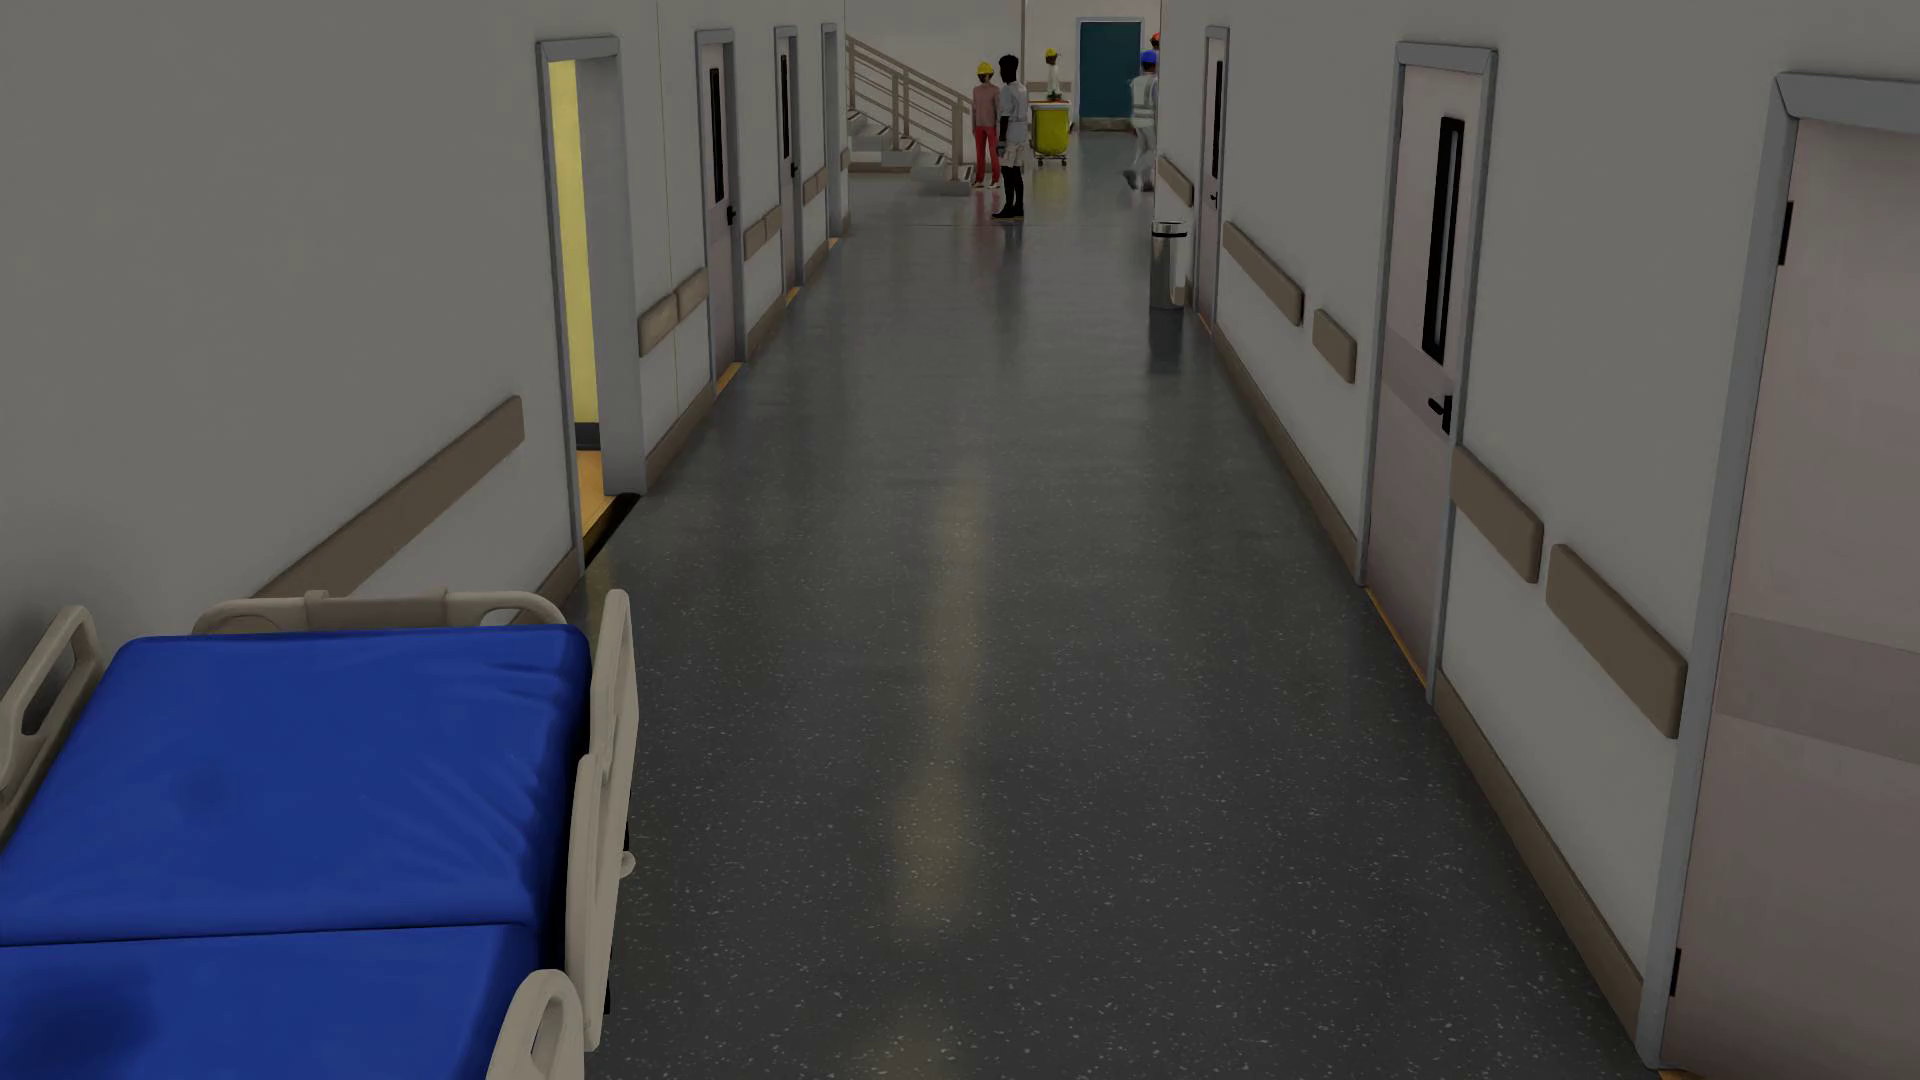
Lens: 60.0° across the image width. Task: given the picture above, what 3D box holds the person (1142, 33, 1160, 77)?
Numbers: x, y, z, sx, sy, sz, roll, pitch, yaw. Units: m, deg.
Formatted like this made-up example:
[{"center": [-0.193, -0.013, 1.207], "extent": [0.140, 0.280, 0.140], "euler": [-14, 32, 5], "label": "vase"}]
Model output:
[{"center": [3.961, -9.245, 33.777], "extent": [0.410, 2.030, 0.611], "euler": [-16, 24, -41], "label": "person"}]

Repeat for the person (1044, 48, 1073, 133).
[{"center": [1.911, -8.822, 32.902], "extent": [0.581, 1.748, 0.525], "euler": [0, 18, 0], "label": "person"}]

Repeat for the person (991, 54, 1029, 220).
[{"center": [0.617, -4.861, 20.119], "extent": [0.386, 1.952, 0.614], "euler": [8, 19, 24], "label": "person"}]

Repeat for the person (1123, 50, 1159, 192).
[{"center": [2.554, -5.782, 23.037], "extent": [0.654, 1.931, 0.625], "euler": [-10, 20, -29], "label": "person"}]

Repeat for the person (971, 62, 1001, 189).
[{"center": [0.361, -5.877, 23.615], "extent": [0.532, 1.766, 0.332], "euler": [14, 22, 37], "label": "person"}]
